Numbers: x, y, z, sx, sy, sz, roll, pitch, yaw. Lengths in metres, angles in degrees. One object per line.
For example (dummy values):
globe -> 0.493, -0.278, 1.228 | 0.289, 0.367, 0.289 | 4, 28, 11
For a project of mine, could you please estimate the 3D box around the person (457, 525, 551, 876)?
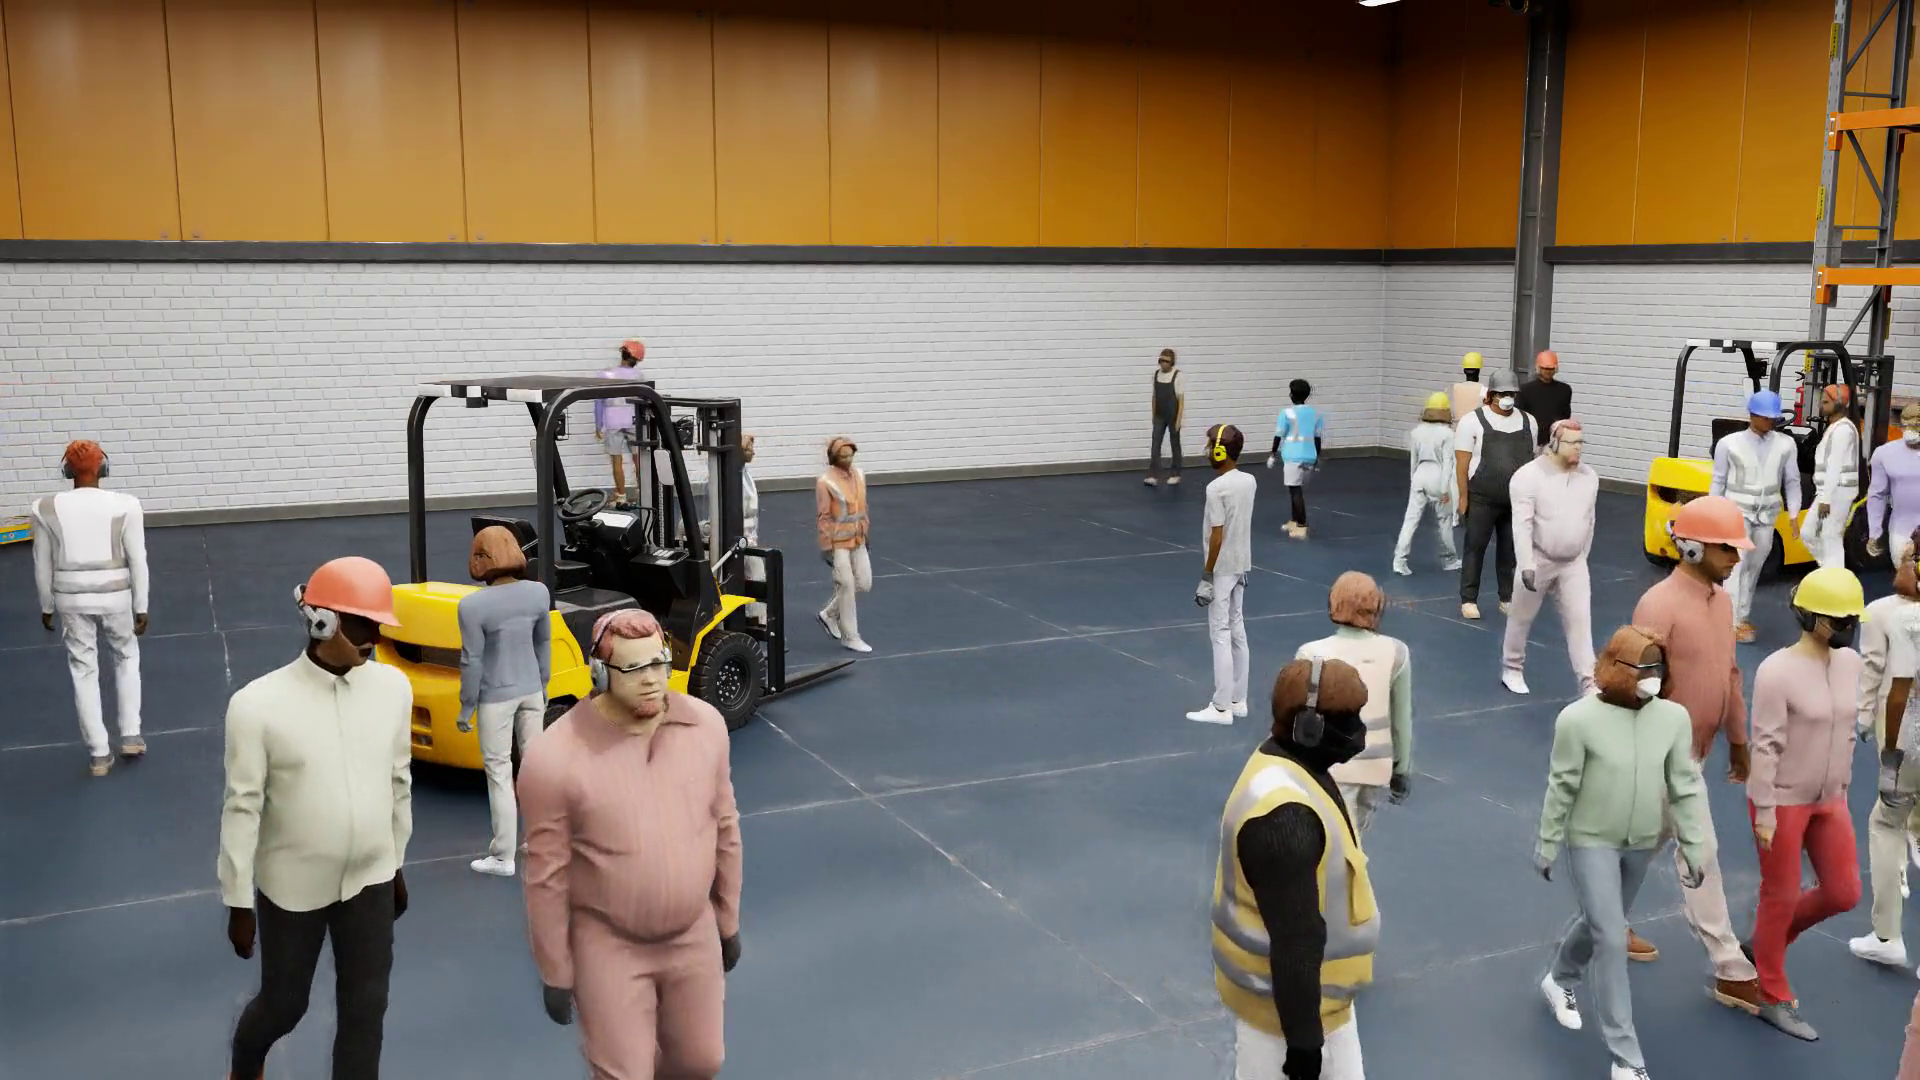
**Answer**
person -> -2.113, 0.742, 7.742 | 0.286, 1.632, 0.498 | 7, 11, 37

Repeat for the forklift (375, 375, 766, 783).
forklift -> -2.268, 0.149, 9.685 | 1.214, 2.155, 2.313 | 6, 11, 32

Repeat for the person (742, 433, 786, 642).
person -> -1.744, -0.004, 12.463 | 0.771, 1.610, 0.517 | 2, 9, 11

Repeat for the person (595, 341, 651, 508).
person -> -3.939, -1.335, 19.566 | 0.667, 1.989, 0.427 | -4, 10, -22

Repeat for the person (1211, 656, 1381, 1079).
person -> 0.815, 1.186, 4.437 | 0.803, 1.811, 0.616 | 3, 10, 19

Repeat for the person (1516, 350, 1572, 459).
person -> 6.435, -1.135, 18.445 | 0.641, 1.944, 1.037 | 1, 9, 8

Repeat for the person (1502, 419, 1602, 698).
person -> 3.848, 0.153, 10.719 | 0.647, 1.852, 1.014 | -2, 9, -10

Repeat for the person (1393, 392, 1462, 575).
person -> 4.352, -0.521, 15.402 | 0.946, 1.689, 0.501 | -8, 12, -40

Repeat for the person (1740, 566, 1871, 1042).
person -> 3.080, 0.949, 6.077 | 0.535, 1.752, 0.382 | -4, 10, -22

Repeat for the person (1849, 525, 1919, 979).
person -> 3.817, 0.836, 6.519 | 0.542, 1.835, 0.703 | 0, 9, 3

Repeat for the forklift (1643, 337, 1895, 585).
forklift -> 7.551, -0.789, 15.507 | 2.313, 2.155, 1.214 | -4, 10, -25

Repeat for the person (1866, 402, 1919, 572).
person -> 6.753, -0.033, 11.777 | 0.993, 1.875, 0.638 | -7, 11, -36

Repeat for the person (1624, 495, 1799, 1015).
person -> 2.875, 0.791, 6.491 | 0.629, 1.941, 0.938 | -9, 12, -43

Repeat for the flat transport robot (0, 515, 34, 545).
flat transport robot -> -9.904, -0.062, 16.943 | 0.652, 0.197, 1.431 | 3, 10, 20

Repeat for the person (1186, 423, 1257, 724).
person -> 1.633, 0.209, 10.328 | 0.328, 1.870, 0.510 | 7, 11, 36

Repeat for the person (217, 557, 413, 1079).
person -> -1.998, 1.005, 5.127 | 0.838, 1.955, 0.634 | 8, 12, 42

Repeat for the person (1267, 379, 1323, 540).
person -> 3.512, -0.858, 17.550 | 0.549, 1.672, 0.717 | -5, 10, -29

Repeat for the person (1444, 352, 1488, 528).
person -> 5.544, -1.077, 18.107 | 0.588, 1.930, 0.363 | 6, 11, 32

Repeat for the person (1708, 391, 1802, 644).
person -> 6.035, -0.180, 12.665 | 0.623, 1.911, 0.710 | 0, 9, 2

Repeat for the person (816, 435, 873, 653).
person -> -0.882, 0.026, 12.202 | 0.435, 1.614, 0.538 | 7, 11, 35

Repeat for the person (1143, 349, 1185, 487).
person -> 2.667, -1.583, 21.625 | 0.511, 1.793, 0.906 | 6, 11, 32

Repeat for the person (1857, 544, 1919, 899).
person -> 4.294, 0.789, 7.463 | 0.519, 1.620, 0.402 | 3, 10, 17

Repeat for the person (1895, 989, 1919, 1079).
person -> 2.473, 1.331, 3.850 | 0.538, 1.716, 0.941 | -2, 9, -15

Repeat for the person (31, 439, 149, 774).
person -> -4.891, 0.357, 9.403 | 0.580, 1.861, 0.652 | -4, 10, -23

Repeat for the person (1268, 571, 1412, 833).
person -> 1.499, 0.926, 6.597 | 0.546, 1.617, 0.510 | -4, 10, -25

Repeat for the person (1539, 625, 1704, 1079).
person -> 2.297, 1.062, 5.870 | 0.512, 1.596, 0.827 | -2, 9, -12

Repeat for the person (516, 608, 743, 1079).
person -> -0.934, 1.101, 4.729 | 0.647, 1.893, 0.674 | -7, 12, -38

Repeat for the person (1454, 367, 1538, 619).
person -> 4.354, -0.375, 13.411 | 0.688, 2.000, 0.539 | -1, 9, -8

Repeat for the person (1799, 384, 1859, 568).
person -> 7.278, -0.367, 13.913 | 0.421, 1.870, 0.585 | 3, 10, 18
